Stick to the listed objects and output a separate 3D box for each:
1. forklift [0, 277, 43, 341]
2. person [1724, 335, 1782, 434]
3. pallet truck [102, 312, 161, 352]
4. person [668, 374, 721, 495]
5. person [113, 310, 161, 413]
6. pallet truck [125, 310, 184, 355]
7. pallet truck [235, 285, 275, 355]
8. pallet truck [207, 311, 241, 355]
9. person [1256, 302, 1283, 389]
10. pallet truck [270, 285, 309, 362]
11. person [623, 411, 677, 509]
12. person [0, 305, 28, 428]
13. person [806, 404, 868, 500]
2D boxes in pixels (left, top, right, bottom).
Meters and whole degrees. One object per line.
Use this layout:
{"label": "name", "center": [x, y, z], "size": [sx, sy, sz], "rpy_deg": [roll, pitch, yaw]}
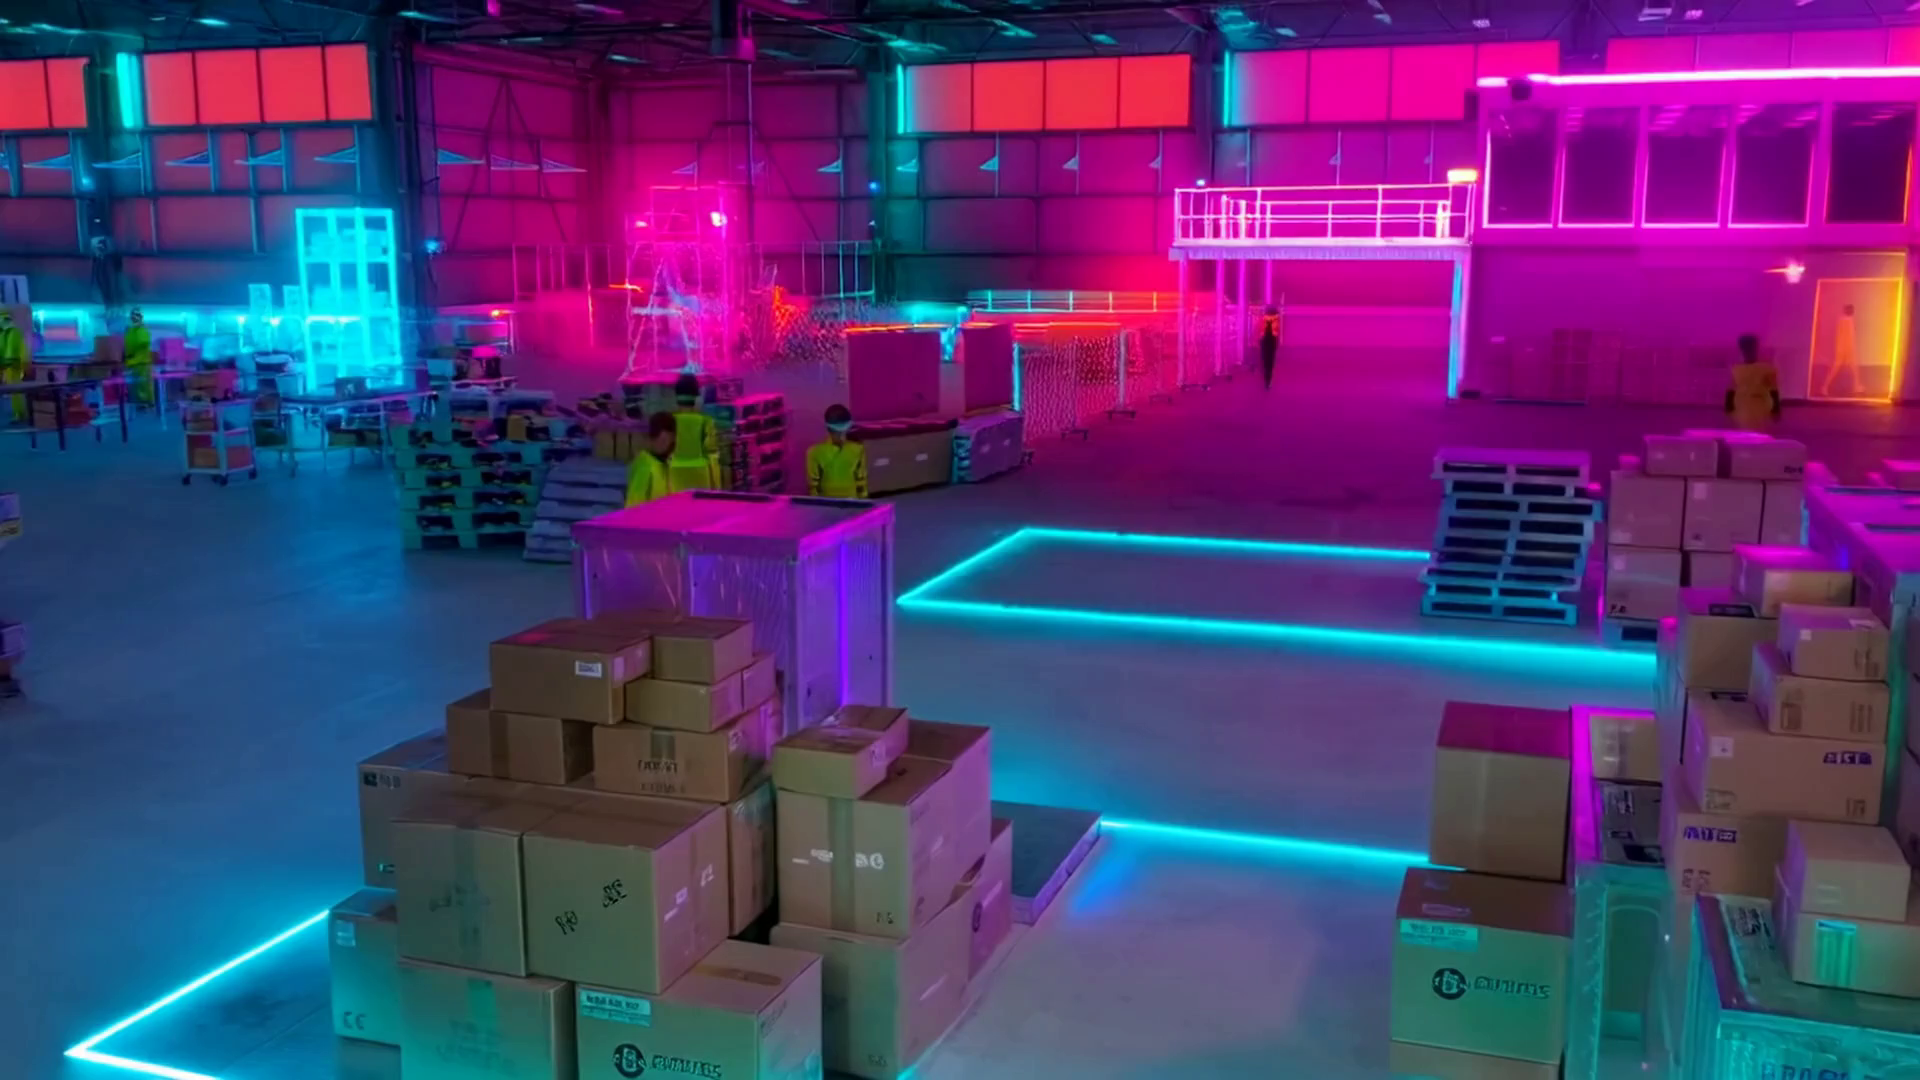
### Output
{"label": "forklift", "center": [-27.151, -6.329, 46.328], "size": [1.157, 1.987, 2.680], "rpy_deg": [3, 11, 17]}
{"label": "person", "center": [10.127, -1.672, 21.254], "size": [1.071, 1.892, 0.640], "rpy_deg": [-7, 12, -35]}
{"label": "pallet truck", "center": [-23.057, -5.777, 46.261], "size": [0.680, 1.201, 1.601], "rpy_deg": [3, 11, 19]}
{"label": "person", "center": [-2.317, -0.456, 14.301], "size": [0.545, 1.938, 0.361], "rpy_deg": [0, 10, 0]}
{"label": "person", "center": [-14.848, -3.195, 29.965], "size": [0.643, 1.858, 0.962], "rpy_deg": [6, 12, 32]}
{"label": "pallet truck", "center": [-22.038, -5.665, 45.457], "size": [0.704, 1.261, 1.522], "rpy_deg": [3, 11, 17]}
{"label": "pallet truck", "center": [-18.327, -5.835, 44.421], "size": [0.823, 1.965, 1.885], "rpy_deg": [4, 11, 23]}
{"label": "pallet truck", "center": [-19.537, -5.575, 44.913], "size": [0.653, 1.274, 1.630], "rpy_deg": [3, 11, 19]}
{"label": "person", "center": [6.612, -4.126, 35.319], "size": [0.533, 1.811, 0.839], "rpy_deg": [5, 11, 25]}
{"label": "pallet truck", "center": [-17.147, -5.700, 43.663], "size": [0.823, 1.965, 1.885], "rpy_deg": [3, 11, 17]}
{"label": "person", "center": [-2.218, 0.039, 11.698], "size": [0.448, 1.874, 0.706], "rpy_deg": [1, 10, 4]}
{"label": "person", "center": [-15.816, -2.891, 27.735], "size": [0.629, 2.033, 0.447], "rpy_deg": [4, 11, 22]}
{"label": "person", "center": [-0.985, -0.221, 13.459], "size": [0.525, 1.769, 0.310], "rpy_deg": [-4, 11, -23]}
